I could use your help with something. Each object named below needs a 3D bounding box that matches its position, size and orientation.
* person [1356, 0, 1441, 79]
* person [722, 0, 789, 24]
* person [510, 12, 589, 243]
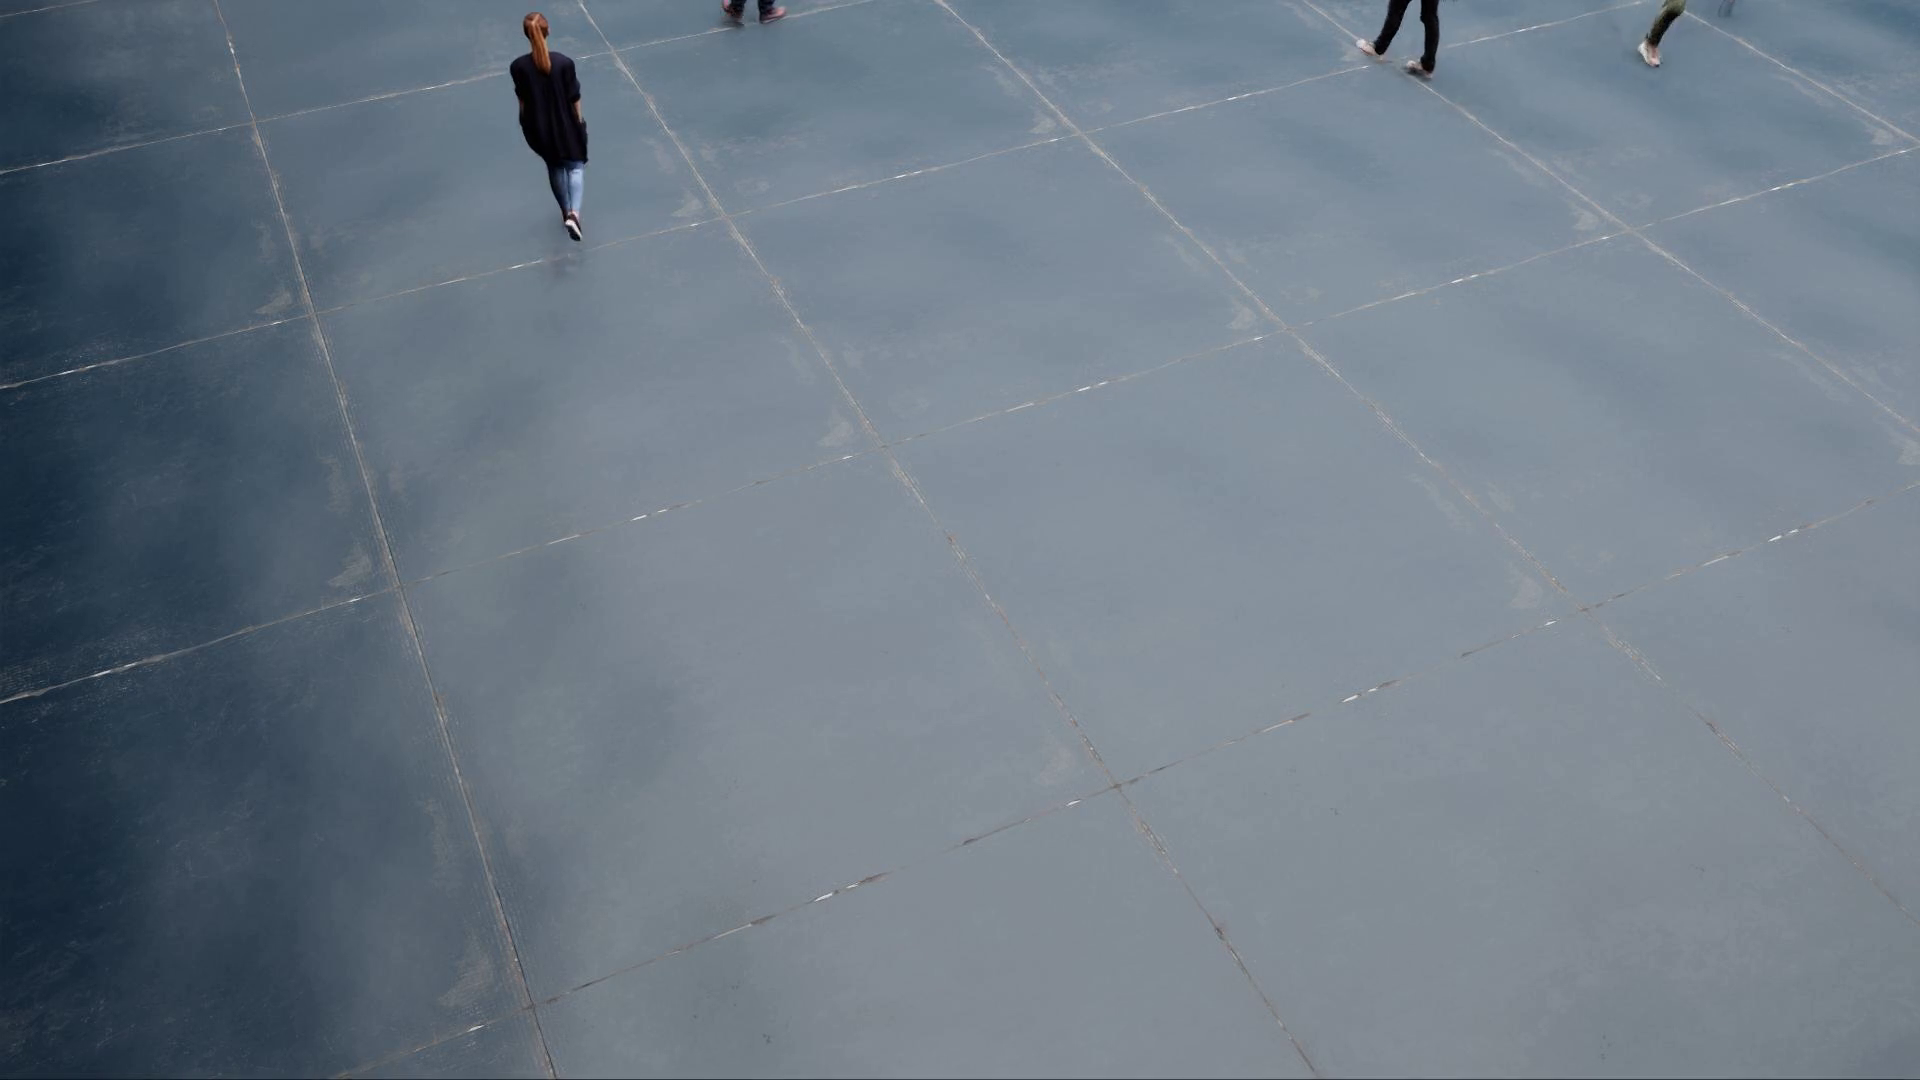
[{"bbox_3d":[3.859,-4.596,13.525,0.772,1.737,1.017,-28,49,-28],"label":"person"},{"bbox_3d":[-1.774,-5.332,14.283,0.958,1.807,0.997,3,42,4],"label":"person"},{"bbox_3d":[-2.846,-2.844,11.647,0.787,1.668,1.007,-6,43,-6],"label":"person"}]
